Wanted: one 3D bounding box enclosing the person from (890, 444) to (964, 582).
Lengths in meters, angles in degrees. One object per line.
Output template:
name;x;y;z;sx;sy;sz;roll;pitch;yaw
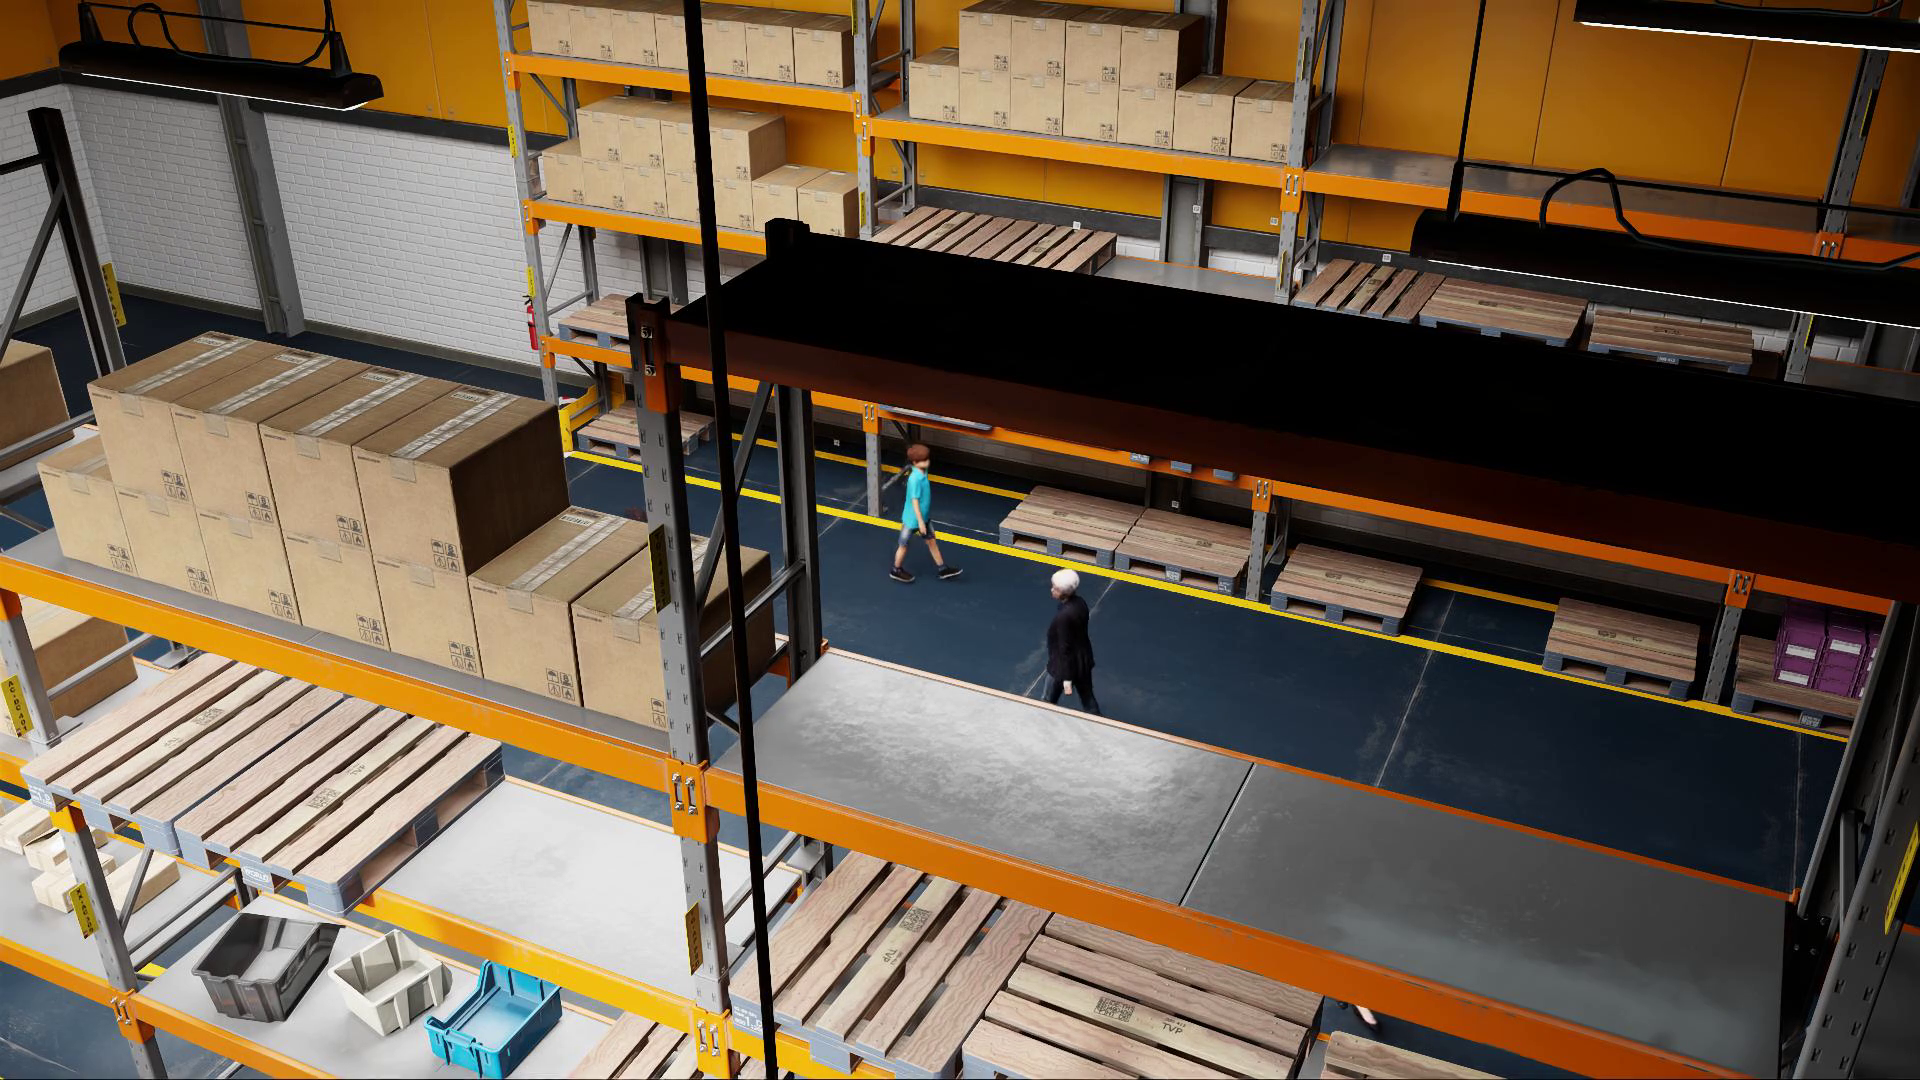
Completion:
person;-0.475;-0.241;15.578;0.925;1.415;0.583;9;30;17

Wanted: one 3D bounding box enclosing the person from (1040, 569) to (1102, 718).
person;0.913;1.046;13.256;0.796;1.759;0.934;25;37;37
